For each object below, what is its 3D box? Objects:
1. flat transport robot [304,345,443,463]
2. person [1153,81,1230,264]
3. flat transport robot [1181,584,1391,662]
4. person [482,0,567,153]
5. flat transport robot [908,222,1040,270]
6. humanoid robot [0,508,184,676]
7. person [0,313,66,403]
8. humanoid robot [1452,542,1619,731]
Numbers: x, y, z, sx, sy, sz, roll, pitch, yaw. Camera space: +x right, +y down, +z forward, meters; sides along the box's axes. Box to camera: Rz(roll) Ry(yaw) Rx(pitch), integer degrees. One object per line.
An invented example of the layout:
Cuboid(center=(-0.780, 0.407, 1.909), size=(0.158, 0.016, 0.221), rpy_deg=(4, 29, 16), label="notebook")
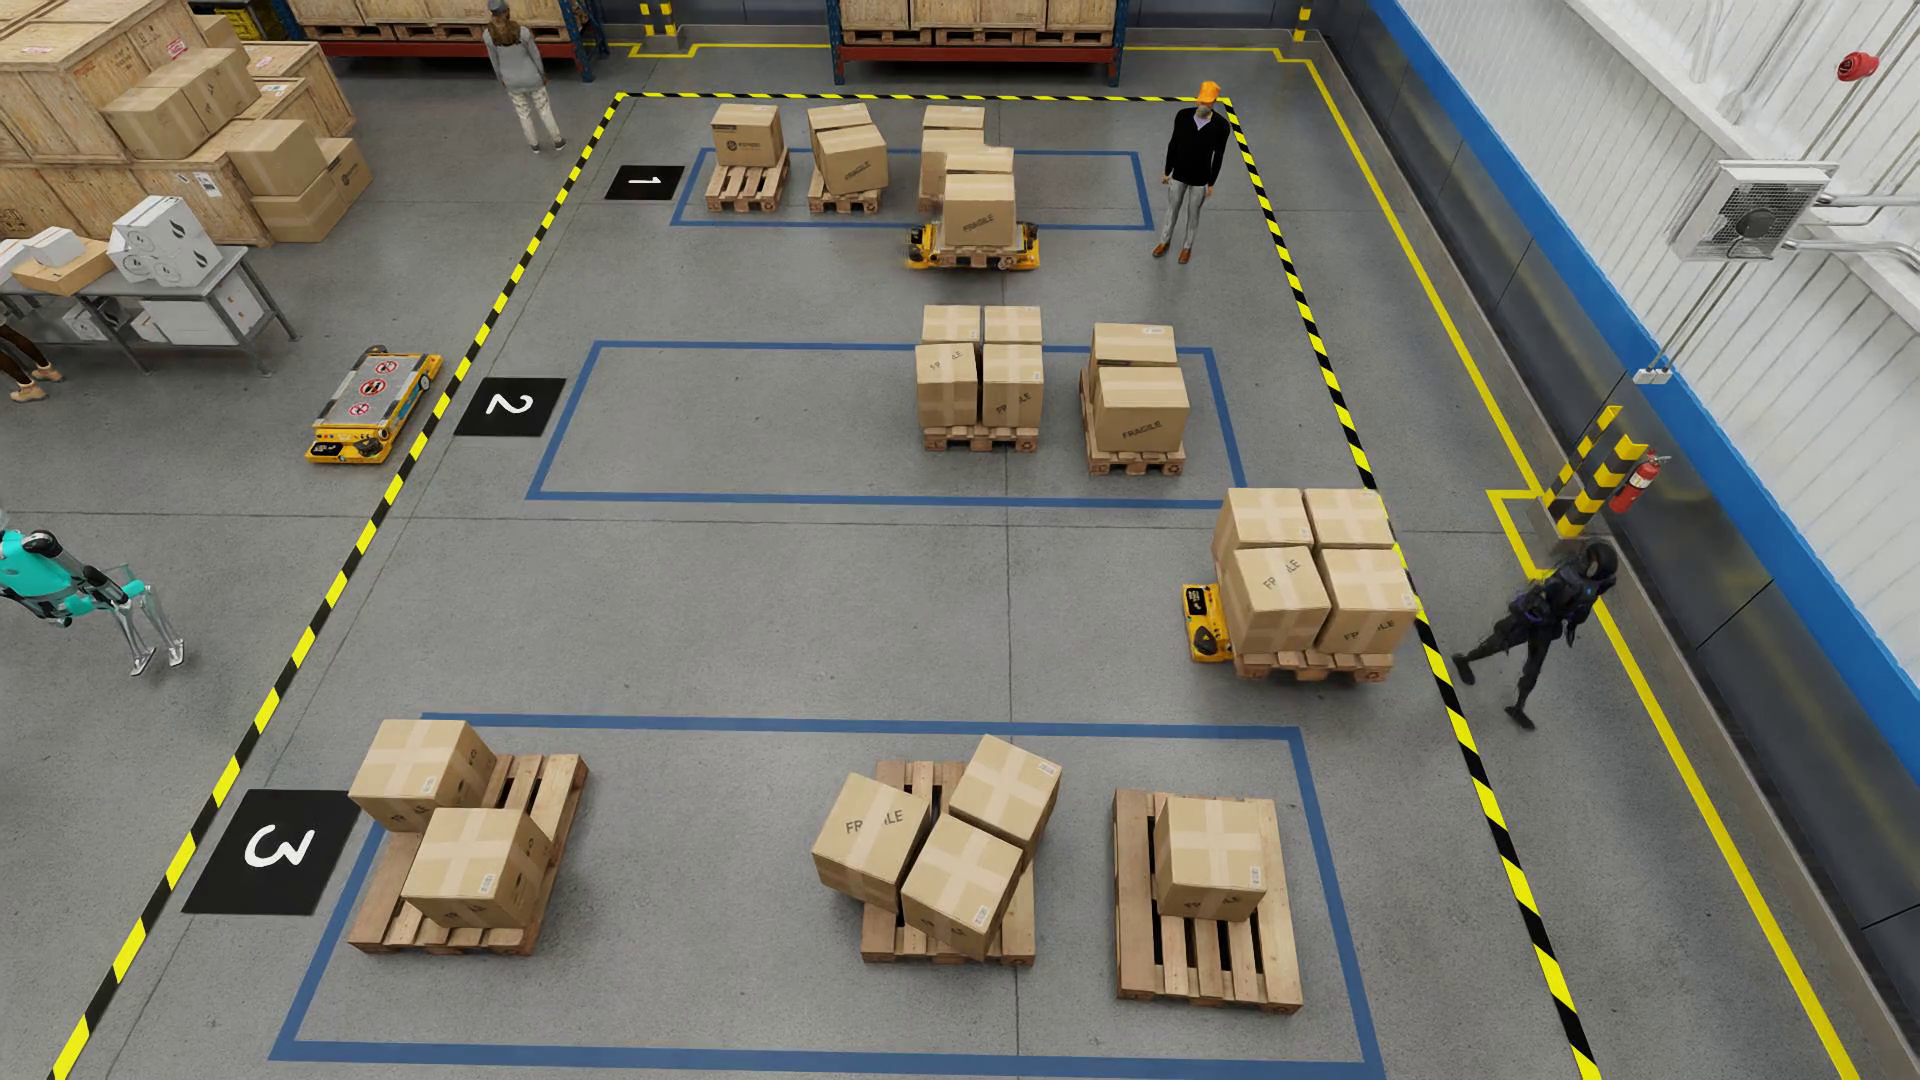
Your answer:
Cuboid(center=(-5.383, -1.269, 8.441), size=(0.659, 0.231, 1.431), rpy_deg=(1, 50, 1), label="flat transport robot")
Cuboid(center=(2.396, -3.790, 9.517), size=(0.587, 1.884, 0.361), rpy_deg=(22, 53, 17), label="person")
Cuboid(center=(2.427, 0.590, 6.850), size=(1.431, 0.197, 0.652), rpy_deg=(1, 50, 1), label="flat transport robot")
Cuboid(center=(-5.319, -5.616, 11.137), size=(0.565, 1.764, 0.400), rpy_deg=(-8, 50, -7), label="person")
Cuboid(center=(0.156, -3.259, 10.106), size=(1.431, 0.197, 0.652), rpy_deg=(1, 50, 1), label="flat transport robot")
Cuboid(center=(-5.825, 0.254, 6.099), size=(0.533, 1.681, 0.735), rpy_deg=(-12, 51, -10), label="humanoid robot")
Cuboid(center=(-8.782, -2.078, 7.966), size=(0.384, 2.039, 0.613), rpy_deg=(2, 50, 1), label="person")
Cuboid(center=(3.772, 0.597, 5.953), size=(0.608, 1.630, 0.711), rpy_deg=(-6, 50, -5), label="humanoid robot")
